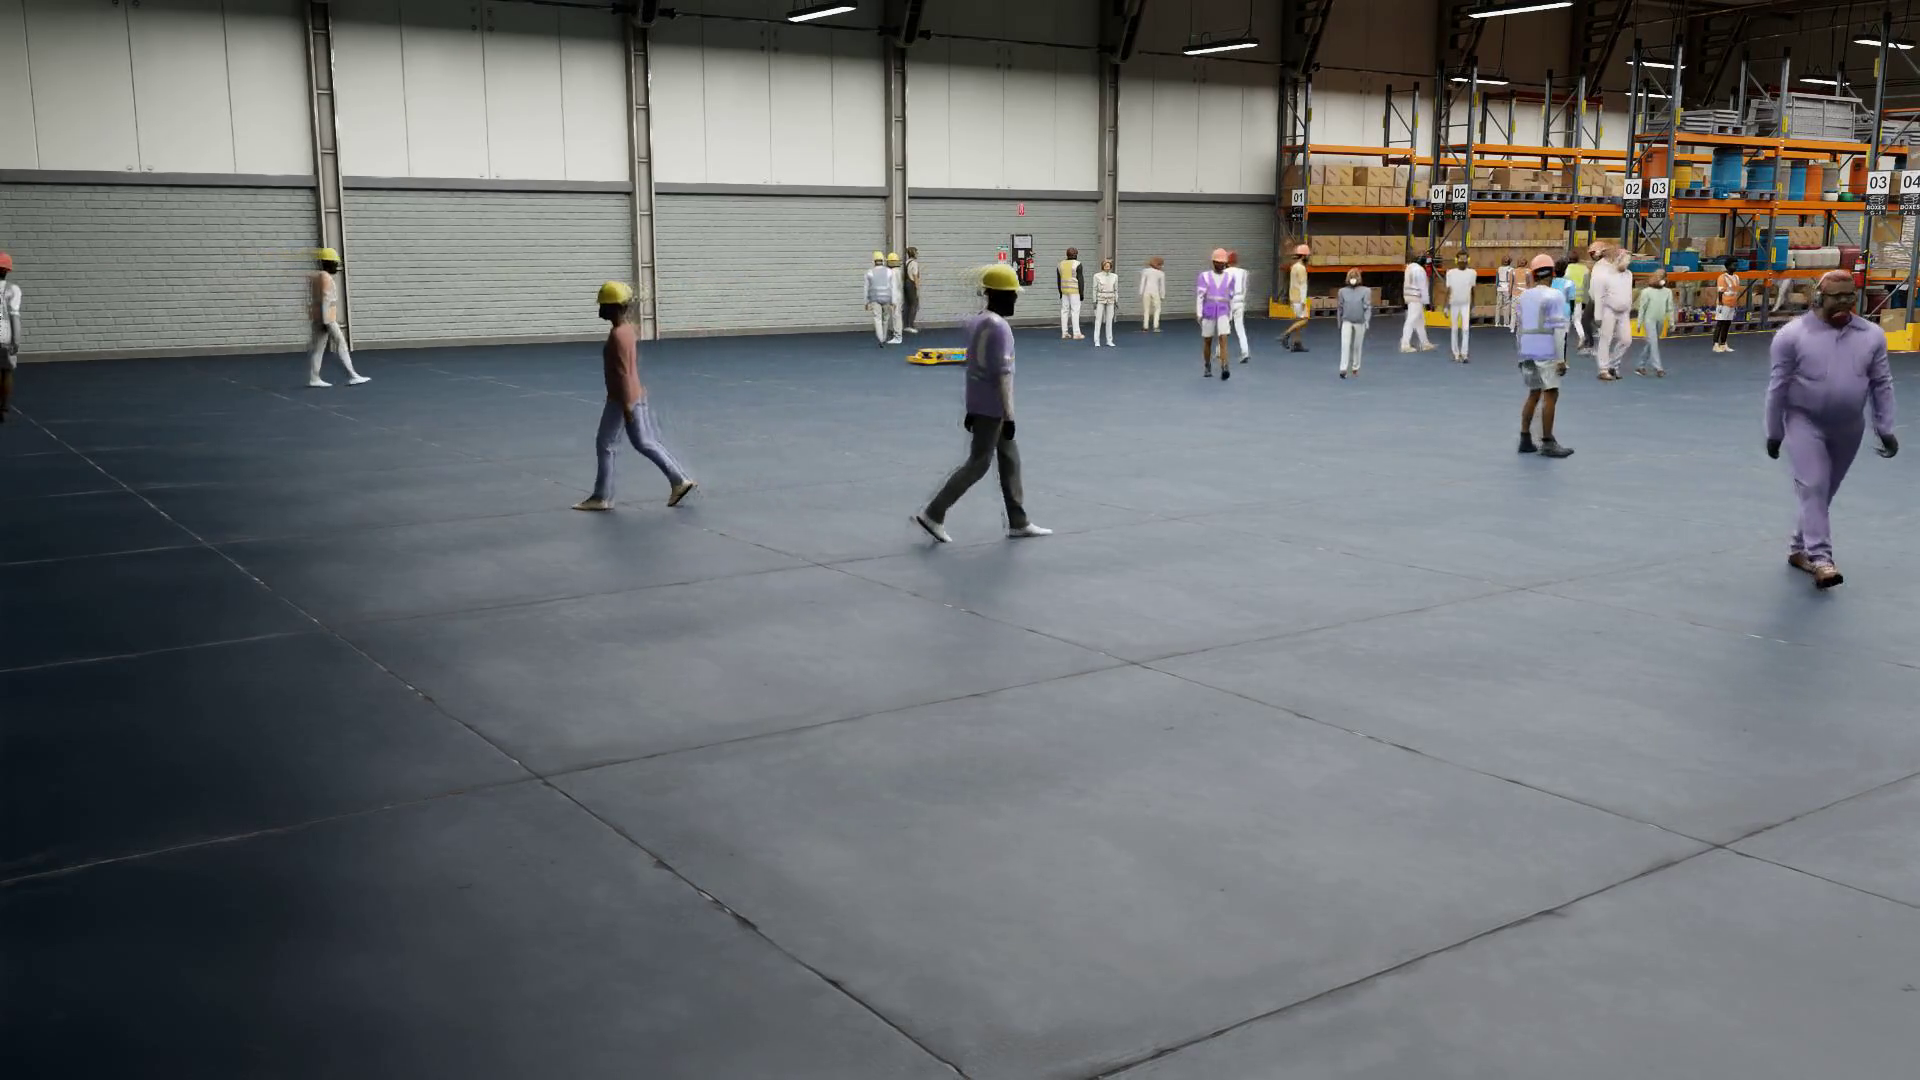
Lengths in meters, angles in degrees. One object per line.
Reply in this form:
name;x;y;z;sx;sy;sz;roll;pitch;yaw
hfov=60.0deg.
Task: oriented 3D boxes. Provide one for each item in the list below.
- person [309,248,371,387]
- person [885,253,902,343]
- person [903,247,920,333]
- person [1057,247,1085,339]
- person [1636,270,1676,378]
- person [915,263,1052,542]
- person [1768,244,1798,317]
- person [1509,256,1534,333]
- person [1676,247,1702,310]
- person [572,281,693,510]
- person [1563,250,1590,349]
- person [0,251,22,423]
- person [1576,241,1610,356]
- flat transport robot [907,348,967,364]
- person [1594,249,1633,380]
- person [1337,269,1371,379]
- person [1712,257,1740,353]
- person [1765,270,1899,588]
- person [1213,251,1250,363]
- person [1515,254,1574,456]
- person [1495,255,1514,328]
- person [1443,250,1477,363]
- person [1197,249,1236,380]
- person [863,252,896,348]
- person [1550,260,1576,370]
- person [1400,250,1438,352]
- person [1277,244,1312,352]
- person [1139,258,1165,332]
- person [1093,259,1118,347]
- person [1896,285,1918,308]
person;-8.575;-3.042;22.831;0.896;1.887;0.618;-6;12;-32
person;-1.295;-4.689;32.282;0.319;1.742;0.492;1;10;7
person;-1.041;-5.371;35.783;0.435;1.838;0.524;-6;12;-32
person;2.268;-5.002;33.729;0.622;1.845;0.429;9;13;39
person;10.255;-3.189;24.510;0.502;1.576;0.896;-3;11;-14
person;0.147;-0.918;11.230;0.935;1.891;0.599;-2;11;-13
person;20.988;-6.601;42.371;1.043;1.886;0.651;-4;11;-21
person;11.974;-5.227;35.513;0.514;1.641;0.307;6;12;28
person;16.530;-5.719;37.716;0.509;1.821;0.598;-7;13;-34
person;-2.476;-1.079;12.520;0.857;1.732;0.533;0;10;-2
person;11.074;-4.324;30.074;0.632;1.822;0.778;-1;10;-6
person;-10.646;-2.216;18.308;0.586;1.902;0.777;-2;11;-11
person;10.964;-4.153;28.701;0.658;1.964;0.643;-1;10;-4
flat transport robot;-0.078;-3.019;27.161;1.431;0.197;0.652;-5;12;-26
person;9.388;-3.225;23.870;0.670;1.879;0.437;-4;11;-20
person;5.717;-3.137;24.203;0.500;1.584;0.867;4;11;19
person;13.647;-4.174;29.581;0.537;1.695;0.318;-7;12;-34
person;5.173;-0.661;9.884;0.656;1.853;0.992;1;10;4
person;4.484;-3.828;27.331;0.570;1.845;0.988;-3;11;-16
person;5.556;-1.748;15.764;0.394;1.884;0.746;-4;11;-20
person;12.372;-5.636;37.754;0.306;1.640;0.523;-6;12;-31
person;8.177;-3.806;27.193;0.539;1.825;0.928;2;10;9
person;3.714;-3.270;24.128;0.565;1.880;1.009;0;10;2
person;-1.498;-4.488;31.100;0.600;1.785;0.933;-2;11;-11
person;9.280;-3.488;25.822;0.541;1.696;0.316;7;13;35
person;8.267;-4.248;29.674;0.844;1.810;0.664;-1;10;-3
person;5.997;-4.291;29.608;0.531;1.920;0.571;0;10;-1
person;4.166;-5.314;36.113;0.619;1.596;0.324;5;11;25
person;2.730;-4.454;31.278;0.511;1.640;0.308;-3;11;-17
person;19.237;-5.046;33.755;0.390;1.920;0.587;1;10;3
